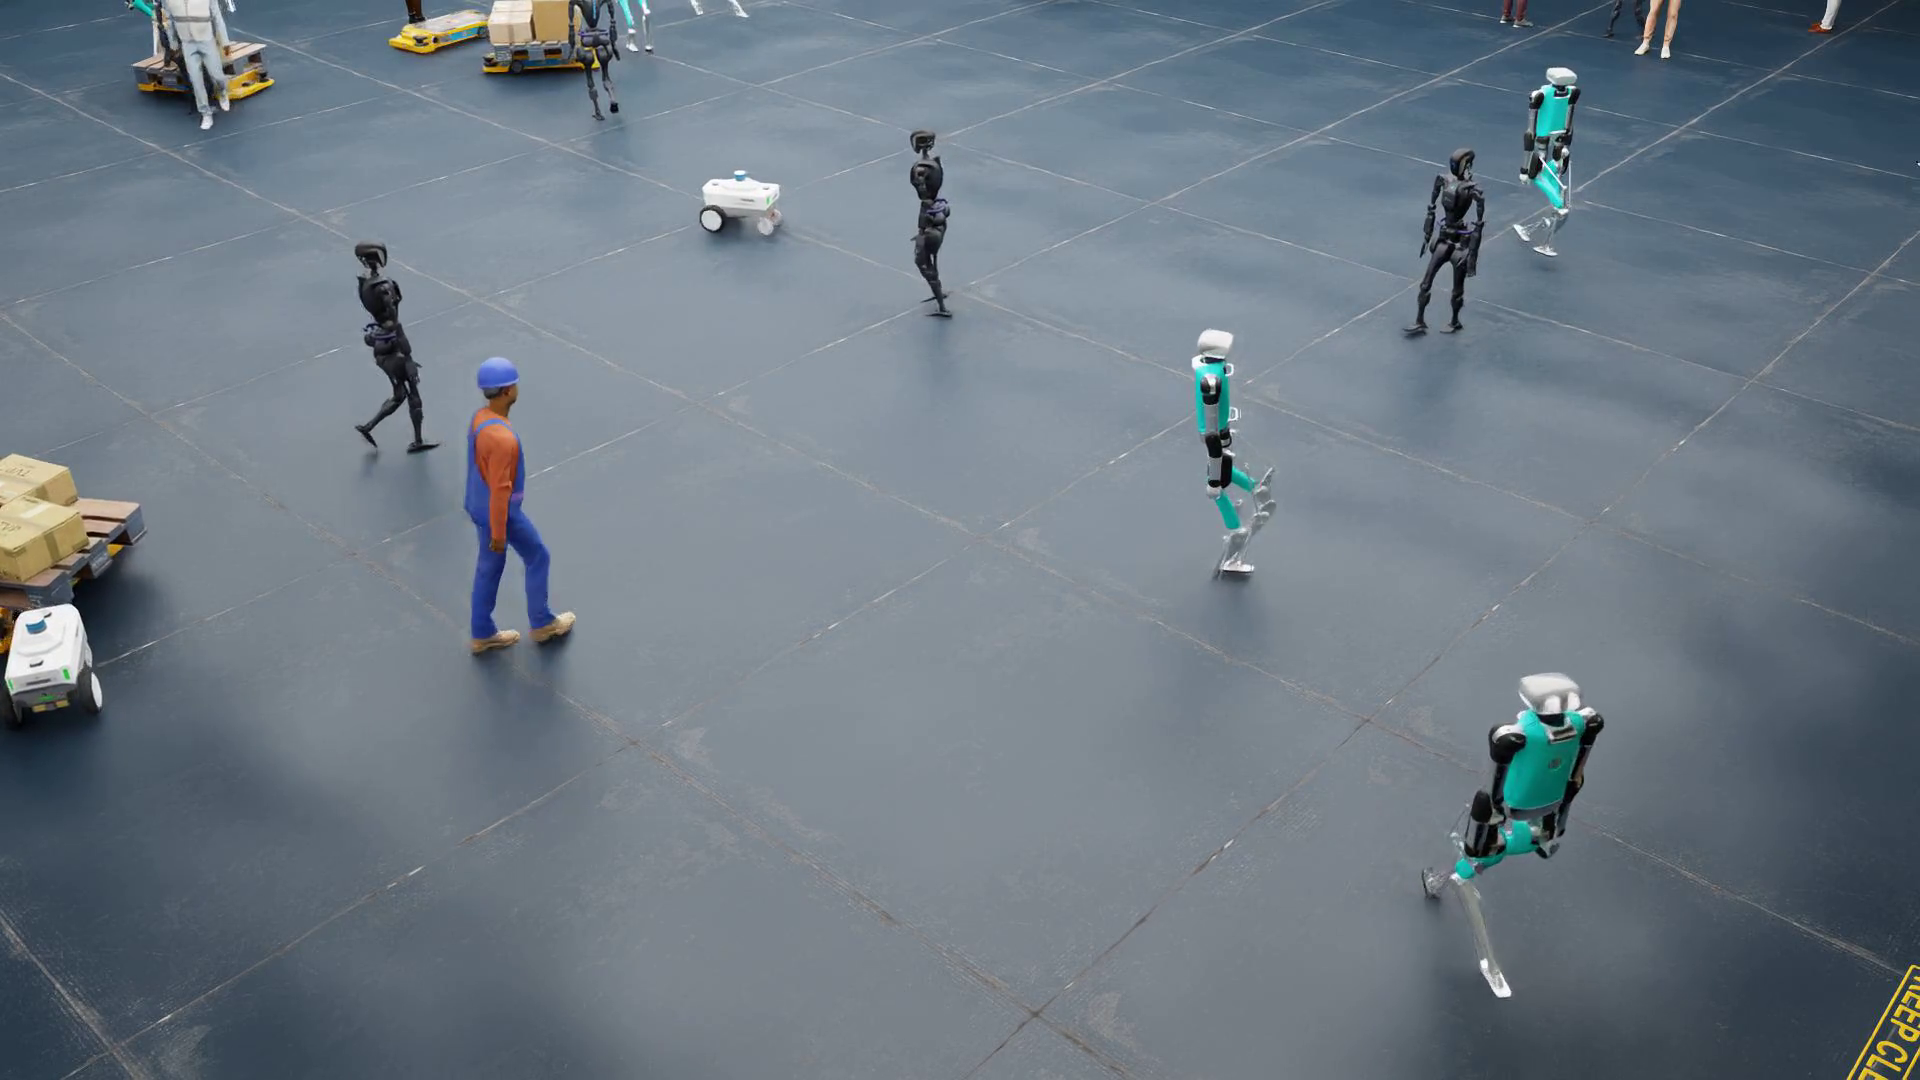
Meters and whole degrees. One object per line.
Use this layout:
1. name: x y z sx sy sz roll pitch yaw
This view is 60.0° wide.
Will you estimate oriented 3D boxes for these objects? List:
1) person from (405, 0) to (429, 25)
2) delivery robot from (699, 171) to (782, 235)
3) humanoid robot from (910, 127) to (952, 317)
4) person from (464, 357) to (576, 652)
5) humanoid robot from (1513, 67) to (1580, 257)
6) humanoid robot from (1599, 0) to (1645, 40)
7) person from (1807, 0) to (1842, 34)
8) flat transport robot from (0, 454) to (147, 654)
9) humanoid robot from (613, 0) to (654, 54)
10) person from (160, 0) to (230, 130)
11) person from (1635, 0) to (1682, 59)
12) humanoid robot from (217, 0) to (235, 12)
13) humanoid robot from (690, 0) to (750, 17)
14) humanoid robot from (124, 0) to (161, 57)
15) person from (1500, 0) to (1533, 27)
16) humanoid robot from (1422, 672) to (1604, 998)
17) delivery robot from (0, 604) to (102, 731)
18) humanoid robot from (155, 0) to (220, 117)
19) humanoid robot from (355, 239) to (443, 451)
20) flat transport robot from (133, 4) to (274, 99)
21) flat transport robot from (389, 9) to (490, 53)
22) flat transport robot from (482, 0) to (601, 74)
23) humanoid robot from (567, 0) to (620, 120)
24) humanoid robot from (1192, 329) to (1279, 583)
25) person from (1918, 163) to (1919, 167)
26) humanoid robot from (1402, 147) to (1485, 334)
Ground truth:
1. person: -7.308 -7.788 22.088 0.363 1.965 0.611 -21 37 -30
2. delivery robot: -2.145 -3.295 16.186 0.771 0.592 0.499 7 33 11
3. humanoid robot: -0.241 -2.692 14.164 0.377 1.642 0.616 6 32 9
4. person: -2.725 -0.188 9.943 0.772 1.863 0.542 -22 38 -31
5. humanoid robot: 5.447 -3.391 15.220 0.543 1.761 0.947 -14 34 -21
6. humanoid robot: 8.829 -7.371 21.719 0.600 1.641 0.604 -10 33 -16
7. person: 11.638 -7.651 21.992 0.366 1.836 0.503 19 36 27
8. flat transport robot: -6.074 0.240 10.767 0.659 0.231 1.431 5 32 8
9. humanoid robot: -4.108 -6.879 20.905 0.549 1.776 1.051 -15 35 -22
10. person: -8.528 -5.608 18.646 0.659 1.893 0.556 -6 32 -9
11. person: 8.976 -7.053 20.990 0.513 1.875 0.350 17 35 25
12. humanoid robot: -10.396 -8.191 22.931 0.532 1.774 0.689 -12 34 -19
13. humanoid robot: -3.382 -8.039 22.728 0.947 1.765 0.549 10 33 16
14. humanoid robot: -10.083 -6.811 20.686 0.530 1.754 0.686 6 32 10
15. person: 7.603 -7.823 22.295 0.379 1.807 0.546 -15 35 -23
16. humanoid robot: 2.471 1.249 7.835 0.531 1.830 0.893 -9 33 -14
17. delivery robot: -5.340 0.703 9.737 0.499 0.581 0.774 -11 33 -17
18. humanoid robot: -8.783 -5.634 18.896 0.320 1.646 0.610 21 38 30
19. humanoid robot: -4.173 -1.377 12.037 0.525 1.639 0.603 -21 37 -30
20. flat transport robot: -9.122 -5.554 20.097 1.431 0.231 0.659 9 33 14
21. flat transport robot: -6.767 -6.730 21.991 0.659 0.231 1.431 21 37 30
22. flat transport robot: -5.270 -6.129 21.023 1.431 0.231 0.659 -5 32 -8
23. humanoid robot: -4.156 -5.594 18.833 0.611 1.648 0.356 -17 36 -25
24. humanoid robot: 1.798 -0.450 10.551 0.755 1.838 0.538 4 32 6
25. person: 10.417 -4.681 17.355 0.383 1.681 0.492 3 32 5
26. humanoid robot: 4.076 -2.455 13.788 0.555 1.638 0.587 -22 38 -31
